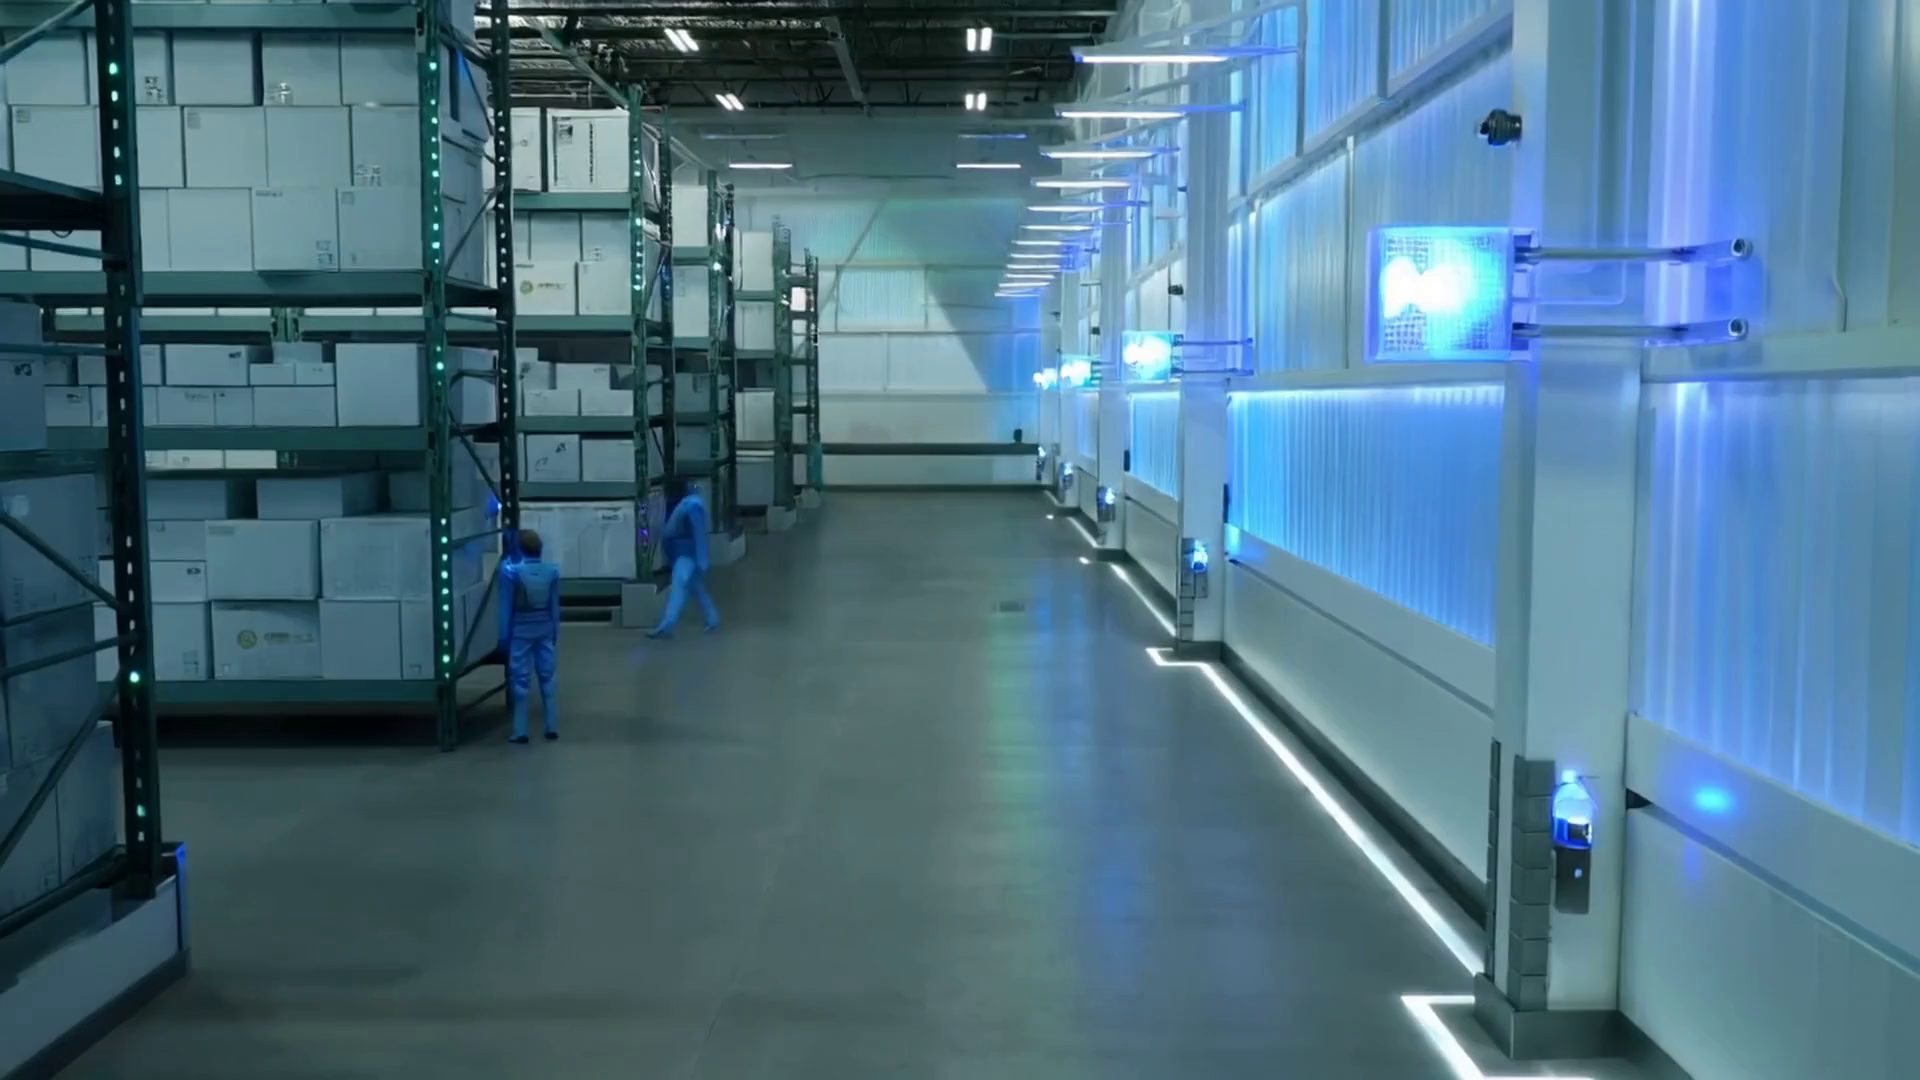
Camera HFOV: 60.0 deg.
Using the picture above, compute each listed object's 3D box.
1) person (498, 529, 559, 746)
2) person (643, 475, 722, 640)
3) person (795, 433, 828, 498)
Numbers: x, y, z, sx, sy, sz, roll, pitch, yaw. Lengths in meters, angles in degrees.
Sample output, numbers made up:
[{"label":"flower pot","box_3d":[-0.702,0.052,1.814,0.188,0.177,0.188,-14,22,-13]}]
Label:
[{"label":"person","box_3d":[-3.237,0.735,12.544,0.314,1.633,0.522,4,7,41]},{"label":"person","box_3d":[-3.017,0.181,18.174,0.981,1.786,0.636,-4,6,-38]},{"label":"person","box_3d":[-3.825,-1.924,43.114,0.885,1.703,0.561,2,5,23]}]
